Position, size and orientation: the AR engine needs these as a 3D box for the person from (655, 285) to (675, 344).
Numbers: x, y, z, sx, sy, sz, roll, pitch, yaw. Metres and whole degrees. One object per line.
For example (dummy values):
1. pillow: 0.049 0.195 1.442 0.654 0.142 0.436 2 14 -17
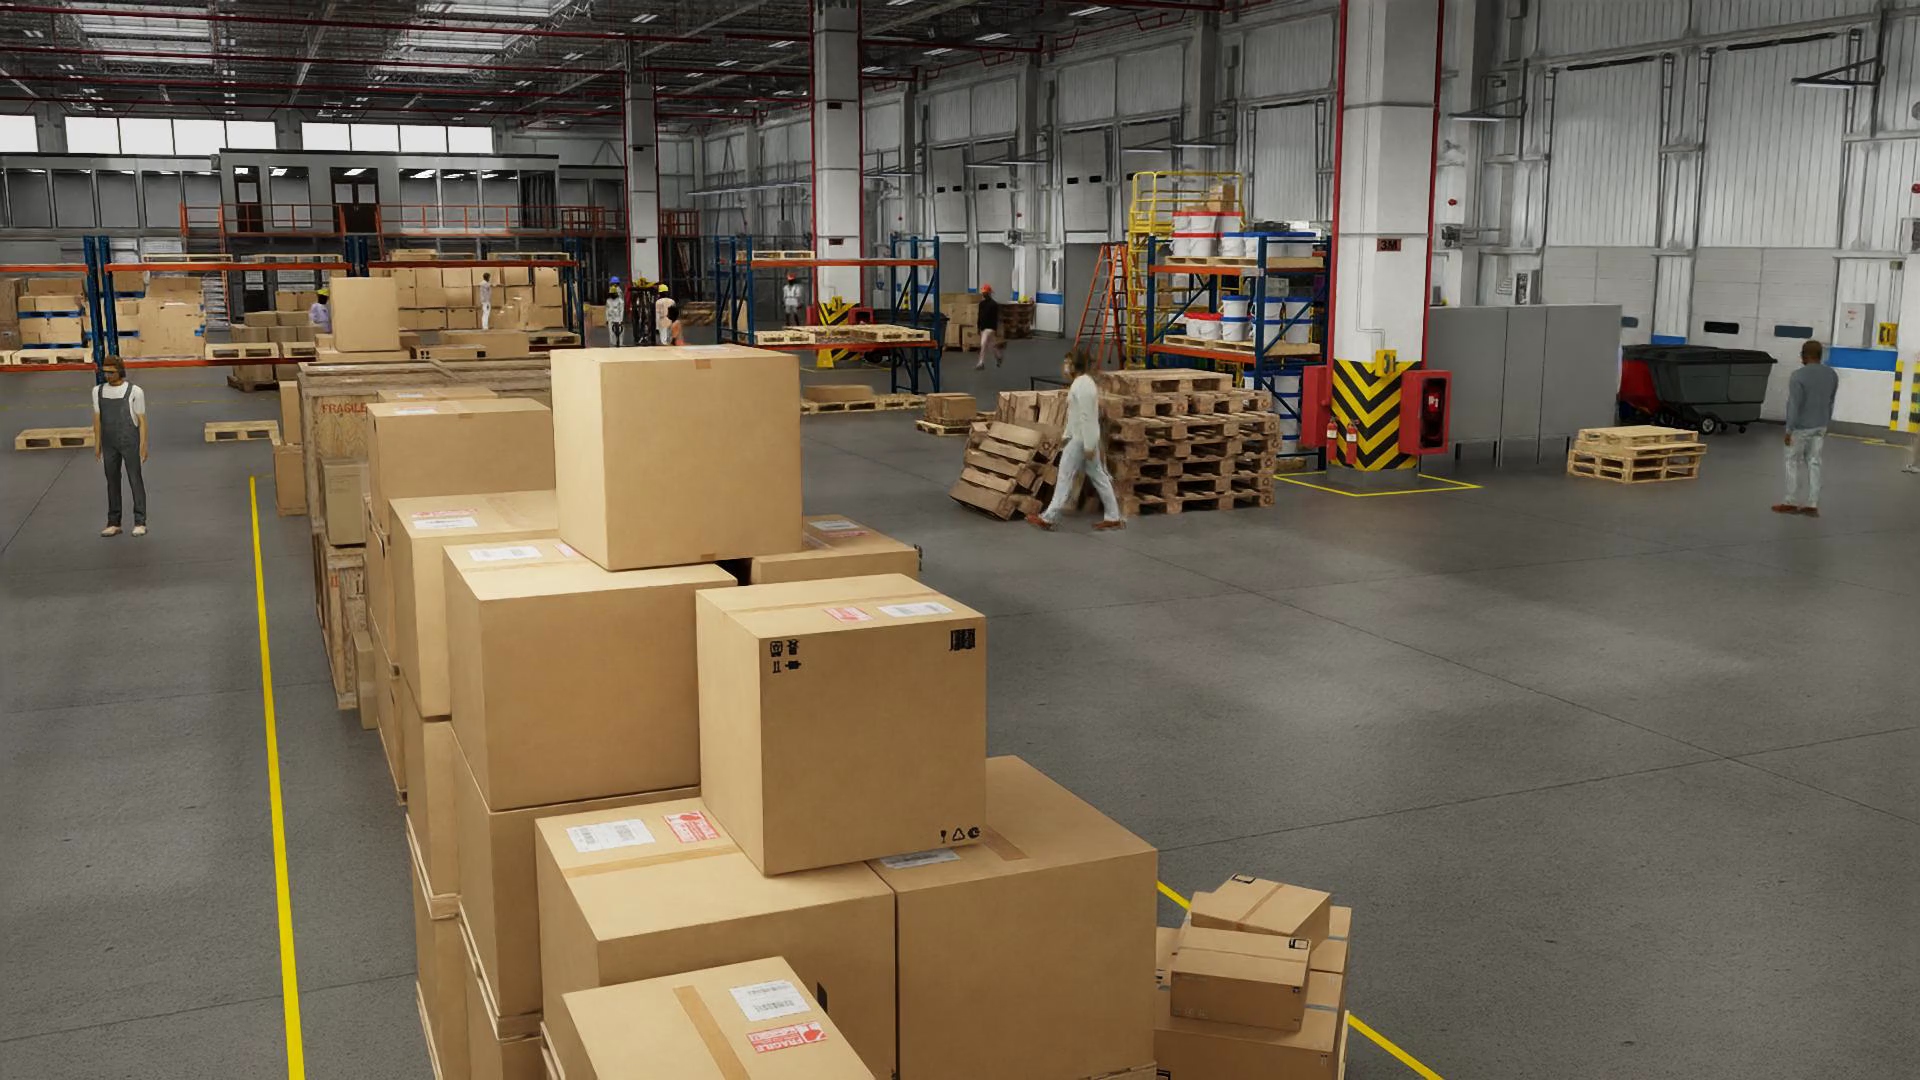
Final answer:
1. person: -6.951 -5.051 39.195 0.405 1.918 0.587 7 13 36

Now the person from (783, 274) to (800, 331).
1. person: -5.297 -7.411 52.301 0.560 1.882 1.032 2 10 11

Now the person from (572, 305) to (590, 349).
1. person: -7.316 -3.586 31.592 0.852 1.725 0.551 -5 11 -25

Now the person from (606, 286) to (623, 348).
1. person: -9.132 -5.825 43.931 0.489 1.742 0.313 3 11 15

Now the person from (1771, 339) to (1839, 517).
1. person: 9.152 -1.212 18.003 0.680 1.924 0.556 -3 11 -18

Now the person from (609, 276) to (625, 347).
1. person: -9.532 -6.349 46.247 0.406 1.945 0.613 -3 11 -16

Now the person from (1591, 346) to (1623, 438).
1. person: 8.951 -2.125 23.182 0.544 1.880 0.950 -4 11 -19

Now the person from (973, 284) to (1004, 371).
1. person: 0.662 -4.869 38.020 0.862 1.970 0.625 -7 12 -33

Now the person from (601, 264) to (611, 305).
1. person: -14.291 -10.125 66.924 0.374 1.995 0.622 6 12 30

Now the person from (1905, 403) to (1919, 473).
1. person: 12.407 -1.594 21.013 0.519 1.598 0.831 -8 13 -38

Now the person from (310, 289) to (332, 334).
1. person: -14.163 -4.602 36.874 0.426 1.867 0.705 3 11 15

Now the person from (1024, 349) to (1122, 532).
1. person: 1.205 -1.008 16.998 1.010 1.887 0.643 1 10 8

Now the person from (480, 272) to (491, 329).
1. person: -15.039 -7.525 52.803 0.376 1.932 0.623 -4 11 -23

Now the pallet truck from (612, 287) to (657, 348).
1. pallet truck: -6.464 -4.406 35.401 0.823 1.965 1.885 6 12 32

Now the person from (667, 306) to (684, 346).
1. person: -5.639 -3.721 32.479 0.621 1.672 0.558 -2 10 -10

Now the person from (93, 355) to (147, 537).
1. person: -8.458 -0.943 16.760 0.506 1.839 0.344 -1 10 -4
